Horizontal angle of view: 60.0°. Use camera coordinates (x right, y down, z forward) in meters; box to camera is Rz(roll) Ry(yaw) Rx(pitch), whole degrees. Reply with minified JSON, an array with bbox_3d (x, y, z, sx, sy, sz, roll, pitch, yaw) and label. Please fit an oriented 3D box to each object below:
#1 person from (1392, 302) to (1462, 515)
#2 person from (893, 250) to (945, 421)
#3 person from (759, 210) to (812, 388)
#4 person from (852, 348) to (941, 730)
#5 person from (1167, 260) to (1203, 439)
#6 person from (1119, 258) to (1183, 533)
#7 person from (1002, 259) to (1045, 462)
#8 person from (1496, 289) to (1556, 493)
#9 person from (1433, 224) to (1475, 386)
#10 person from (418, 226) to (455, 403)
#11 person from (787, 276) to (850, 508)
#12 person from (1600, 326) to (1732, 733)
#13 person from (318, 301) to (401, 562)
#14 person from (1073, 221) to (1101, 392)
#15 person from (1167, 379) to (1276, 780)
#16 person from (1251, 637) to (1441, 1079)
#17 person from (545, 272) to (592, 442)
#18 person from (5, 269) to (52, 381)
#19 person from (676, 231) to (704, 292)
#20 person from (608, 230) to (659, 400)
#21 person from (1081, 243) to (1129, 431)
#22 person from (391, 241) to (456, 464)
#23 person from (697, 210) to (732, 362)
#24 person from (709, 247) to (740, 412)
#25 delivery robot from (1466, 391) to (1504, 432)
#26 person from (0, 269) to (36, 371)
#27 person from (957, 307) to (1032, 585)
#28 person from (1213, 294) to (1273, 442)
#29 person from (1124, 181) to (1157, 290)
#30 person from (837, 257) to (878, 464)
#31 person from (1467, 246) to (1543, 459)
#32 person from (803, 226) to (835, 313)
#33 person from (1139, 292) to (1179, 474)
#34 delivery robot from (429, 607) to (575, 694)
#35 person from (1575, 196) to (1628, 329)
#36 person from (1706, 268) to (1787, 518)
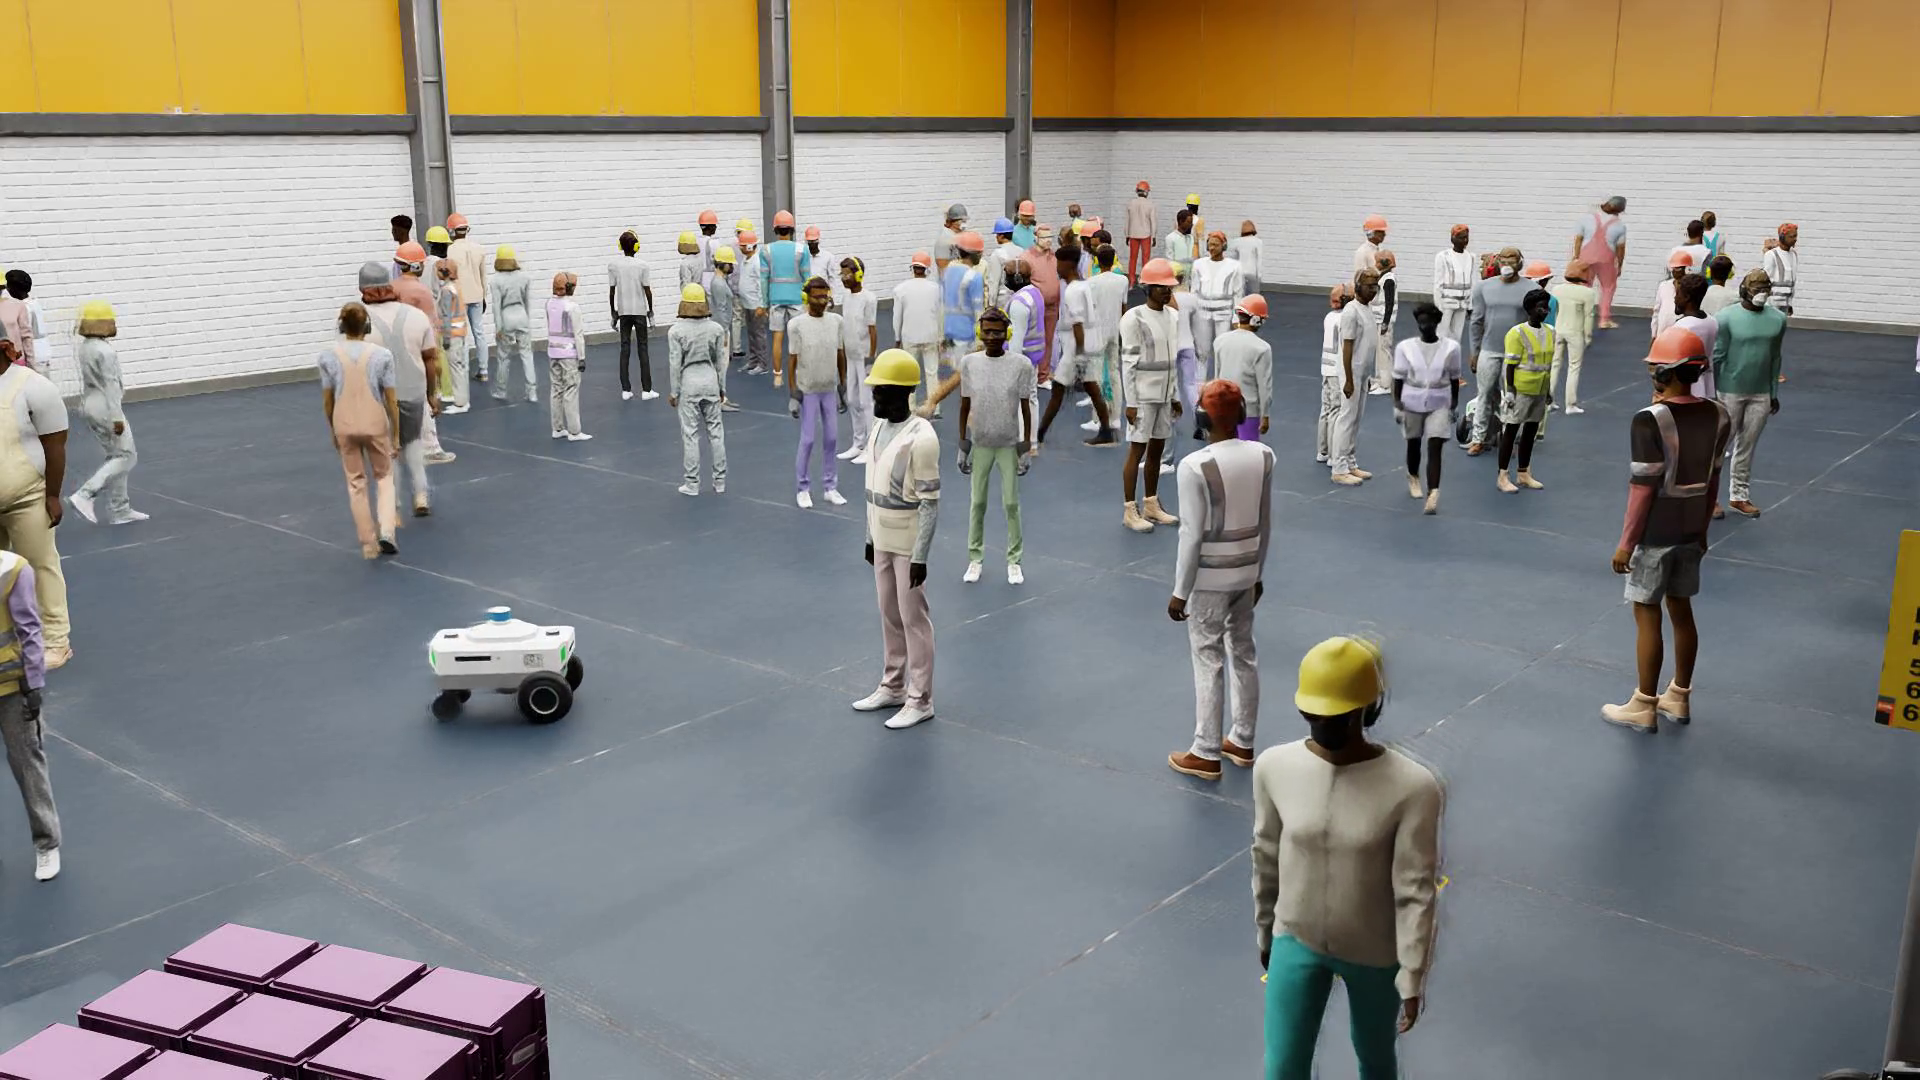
[{"bbox_3d":[3.717,-1.080,13.294,0.535,1.644,0.878,4,14,14],"label":"person"},{"bbox_3d":[-0.401,-2.097,17.138,0.572,1.749,0.341,1,14,5],"label":"person"},{"bbox_3d":[-2.007,-2.779,19.267,0.608,2.048,0.365,0,14,2],"label":"person"},{"bbox_3d":[-0.316,-0.008,8.431,0.362,1.930,0.587,-9,16,-31],"label":"person"},{"bbox_3d":[2.155,-1.839,16.203,0.545,1.746,0.791,-5,15,-20],"label":"person"},{"bbox_3d":[1.462,-1.088,12.514,0.605,2.045,0.377,-14,19,-43],"label":"person"},{"bbox_3d":[0.545,-1.619,15.073,0.429,1.837,0.624,4,15,16],"label":"person"},{"bbox_3d":[4.722,-1.238,13.816,0.540,1.695,0.317,-8,16,-28],"label":"person"},{"bbox_3d":[5.748,-2.721,19.375,0.572,1.880,0.355,-7,16,-26],"label":"person"},{"bbox_3d":[-5.711,-2.476,18.301,0.594,1.924,0.382,12,19,40],"label":"person"},{"bbox_3d":[-1.134,-1.180,13.279,0.516,1.854,0.330,-9,16,-31],"label":"person"},{"bbox_3d":[3.525,-0.050,8.366,0.612,2.041,0.394,-7,16,-26],"label":"person"},{"bbox_3d":[-4.166,-0.749,11.613,0.500,1.826,0.422,-4,15,-15],"label":"person"},{"bbox_3d":[1.466,-2.664,19.033,0.351,1.935,0.549,0,14,2],"label":"person"},{"bbox_3d":[1.209,0.186,7.753,0.576,1.881,0.354,-10,17,-35],"label":"person"},{"bbox_3d":[1.029,1.076,4.513,0.523,1.726,0.898,6,15,24],"label":"person"},{"bbox_3d":[-3.800,-1.762,16.046,0.522,1.633,0.315,11,18,38],"label":"person"},{"bbox_3d":[-8.771,-1.710,15.727,0.319,1.688,0.538,-4,15,-16],"label":"person"},{"bbox_3d":[-3.290,-2.899,20.358,0.317,1.745,0.491,4,15,16],"label":"person"},{"bbox_3d":[-3.632,-2.490,18.469,0.512,1.873,0.329,2,14,7],"label":"person"},{"bbox_3d":[1.435,-2.018,16.595,0.532,1.866,0.319,-8,16,-29],"label":"person"},{"bbox_3d":[-4.887,-1.677,14.969,0.620,1.994,0.381,9,16,31],"label":"person"},{"bbox_3d":[-3.226,-3.272,21.458,0.542,1.938,0.357,12,18,40],"label":"person"},{"bbox_3d":[-2.508,-2.234,17.690,0.342,1.752,0.532,-2,14,-10],"label":"person"},{"bbox_3d":[5.157,-1.278,16.103,0.477,0.478,0.707,9,16,31],"label":"delivery robot"},{"bbox_3d":[-8.810,-1.648,15.334,0.525,1.760,0.341,-12,18,-40],"label":"person"},{"bbox_3d":[0.227,-0.618,11.025,0.499,1.861,0.333,3,14,10],"label":"person"},{"bbox_3d":[2.217,-1.042,12.959,0.351,1.738,0.568,-11,18,-38],"label":"person"},{"bbox_3d":[3.341,-5.610,30.687,0.618,1.990,0.394,7,16,27],"label":"person"},{"bbox_3d":[-0.929,-1.621,15.035,0.341,1.857,0.521,-10,17,-36],"label":"person"},{"bbox_3d":[4.980,-1.713,15.229,0.629,1.939,0.374,6,15,23],"label":"person"},{"bbox_3d":[-1.873,-3.132,21.272,0.559,1.752,0.326,-1,14,-6],"label":"person"},{"bbox_3d":[1.753,-1.392,14.560,0.278,1.634,0.498,-2,14,-10],"label":"person"},{"bbox_3d":[-2.374,0.589,8.641,0.707,0.478,0.477,-1,14,-5],"label":"delivery robot"},{"bbox_3d":[9.596,-4.209,24.993,0.781,2.000,0.534,8,16,30],"label":"person"},{"bbox_3d":[6.069,-1.131,12.900,0.638,1.938,0.356,-2,14,-10],"label":"person"}]
